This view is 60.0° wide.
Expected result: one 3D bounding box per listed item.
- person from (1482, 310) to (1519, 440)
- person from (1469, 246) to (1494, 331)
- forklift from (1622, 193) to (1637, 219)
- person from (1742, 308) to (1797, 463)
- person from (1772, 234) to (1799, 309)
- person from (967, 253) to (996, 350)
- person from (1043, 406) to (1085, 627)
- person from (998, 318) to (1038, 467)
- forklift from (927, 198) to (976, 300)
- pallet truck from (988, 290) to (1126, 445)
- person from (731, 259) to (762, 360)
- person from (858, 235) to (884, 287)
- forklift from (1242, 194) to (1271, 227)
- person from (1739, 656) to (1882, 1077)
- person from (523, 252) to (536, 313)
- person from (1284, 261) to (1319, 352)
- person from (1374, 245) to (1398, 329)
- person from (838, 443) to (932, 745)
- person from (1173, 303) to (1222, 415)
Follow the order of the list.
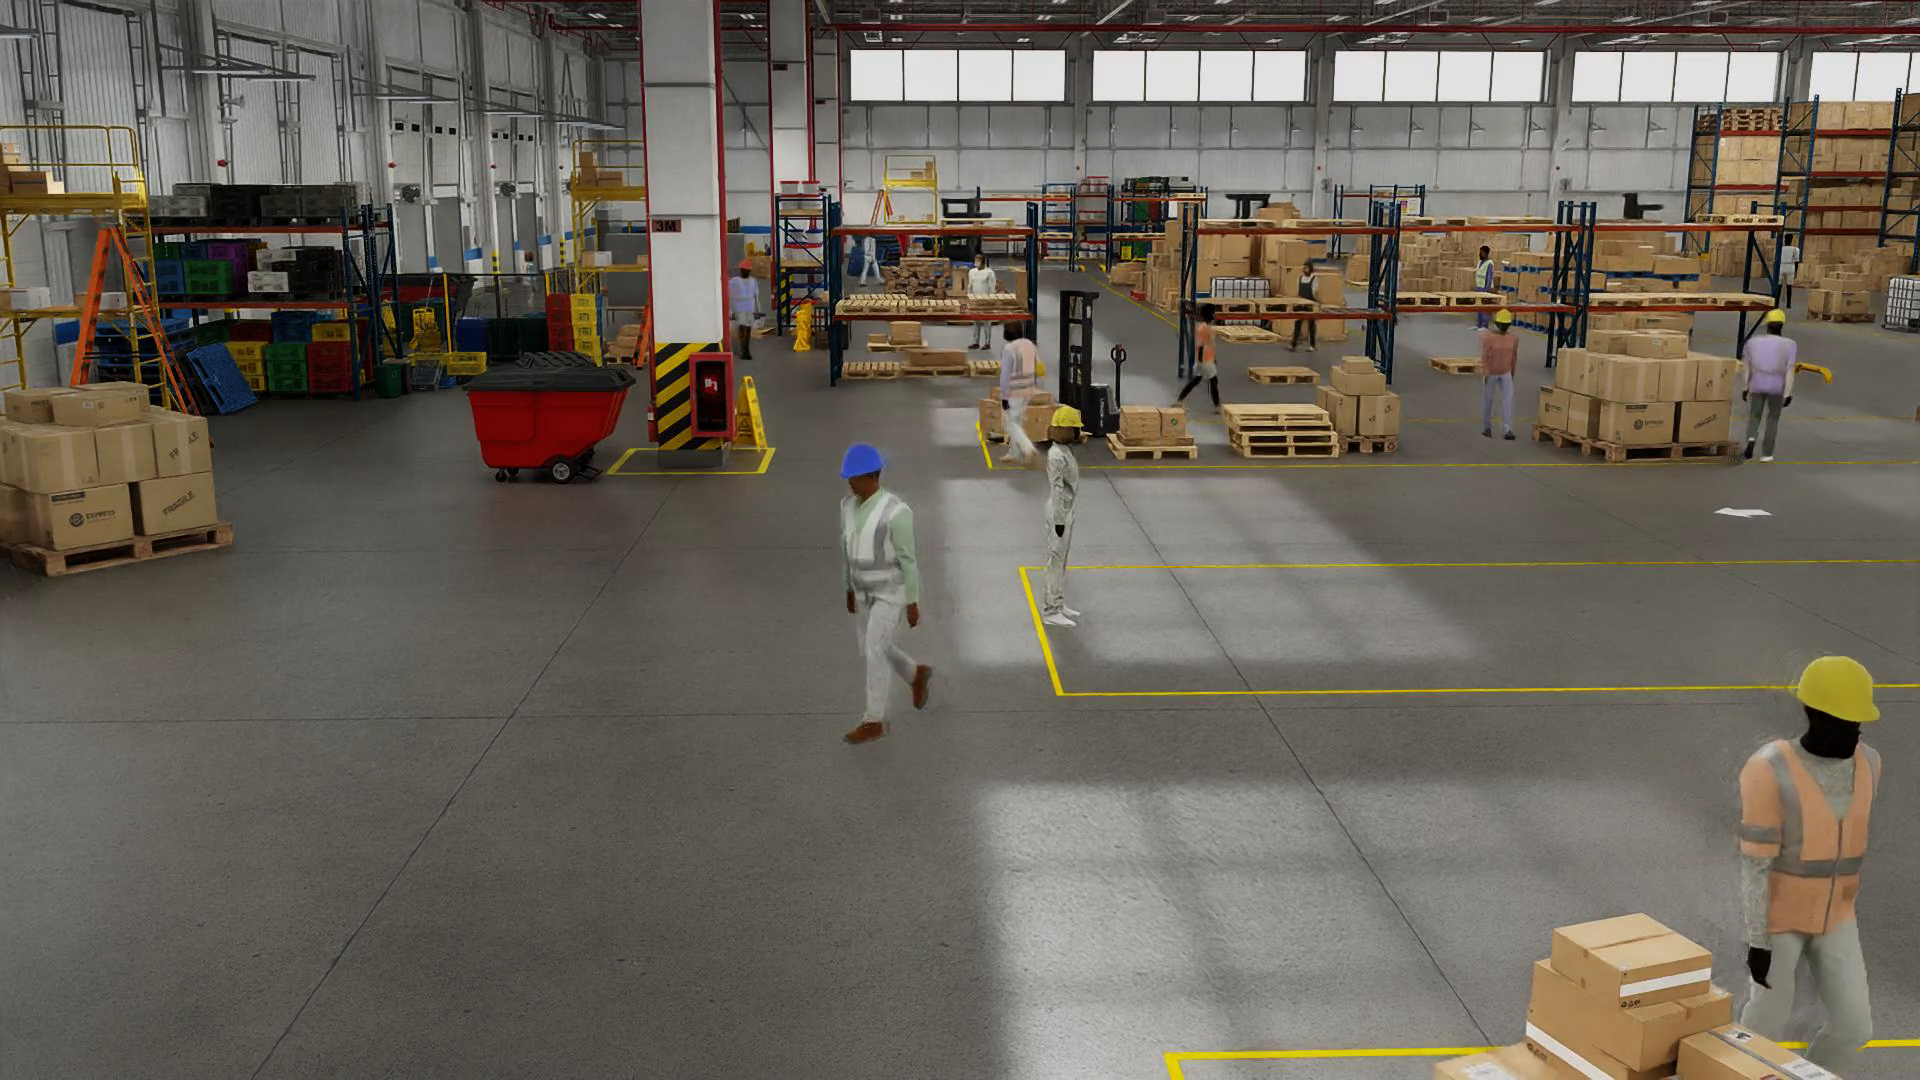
[{"bbox_3d":[7.242,-2.195,22.248,0.528,1.731,0.848,0,12,-2],"label":"person"},{"bbox_3d":[11.804,-5.668,37.503,0.392,1.919,0.592,-2,13,-10],"label":"person"},{"bbox_3d":[23.154,-10.626,57.698,1.873,2.768,1.129,6,14,27],"label":"forklift"},{"bbox_3d":[9.919,-1.882,20.426,0.604,1.905,0.532,10,16,38],"label":"person"},{"bbox_3d":[21.605,-7.028,43.530,0.602,1.967,0.367,6,14,24],"label":"person"},{"bbox_3d":[0.426,-4.808,33.575,0.634,1.936,0.351,8,15,33],"label":"person"},{"bbox_3d":[0.828,-0.196,13.193,0.304,1.743,0.494,3,13,11],"label":"person"},{"bbox_3d":[0.716,-1.775,20.174,0.657,1.826,0.642,9,15,36],"label":"person"},{"bbox_3d":[-0.050,-8.049,46.063,1.129,2.768,1.873,6,14,27],"label":"forklift"},{"bbox_3d":[1.257,-2.299,22.111,1.885,1.965,0.823,-9,15,-35],"label":"pallet truck"},{"bbox_3d":[-4.021,-4.373,31.638,0.559,1.916,0.635,-8,15,-33],"label":"person"},{"bbox_3d":[-2.753,-8.778,51.762,1.030,1.825,0.578,-10,16,-39],"label":"person"},{"bbox_3d":[9.901,-10.202,55.782,1.129,2.768,1.873,-6,14,-24],"label":"forklift"},{"bbox_3d":[3.010,1.335,5.899,0.596,1.909,0.500,-2,13,-11],"label":"person"},{"bbox_3d":[-10.504,-6.210,40.609,0.313,1.631,0.516,-8,15,-31],"label":"person"},{"bbox_3d":[6.816,-4.611,32.980,0.911,1.800,0.547,-12,17,-43],"label":"person"},{"bbox_3d":[9.671,-5.724,37.737,0.453,1.924,0.568,11,17,42],"label":"person"},{"bbox_3d":[-0.450,0.302,10.577,0.785,1.914,0.626,-11,17,-42],"label":"person"},{"bbox_3d":[3.584,-2.692,24.660,0.860,1.656,0.531,2,13,10],"label":"person"}]
